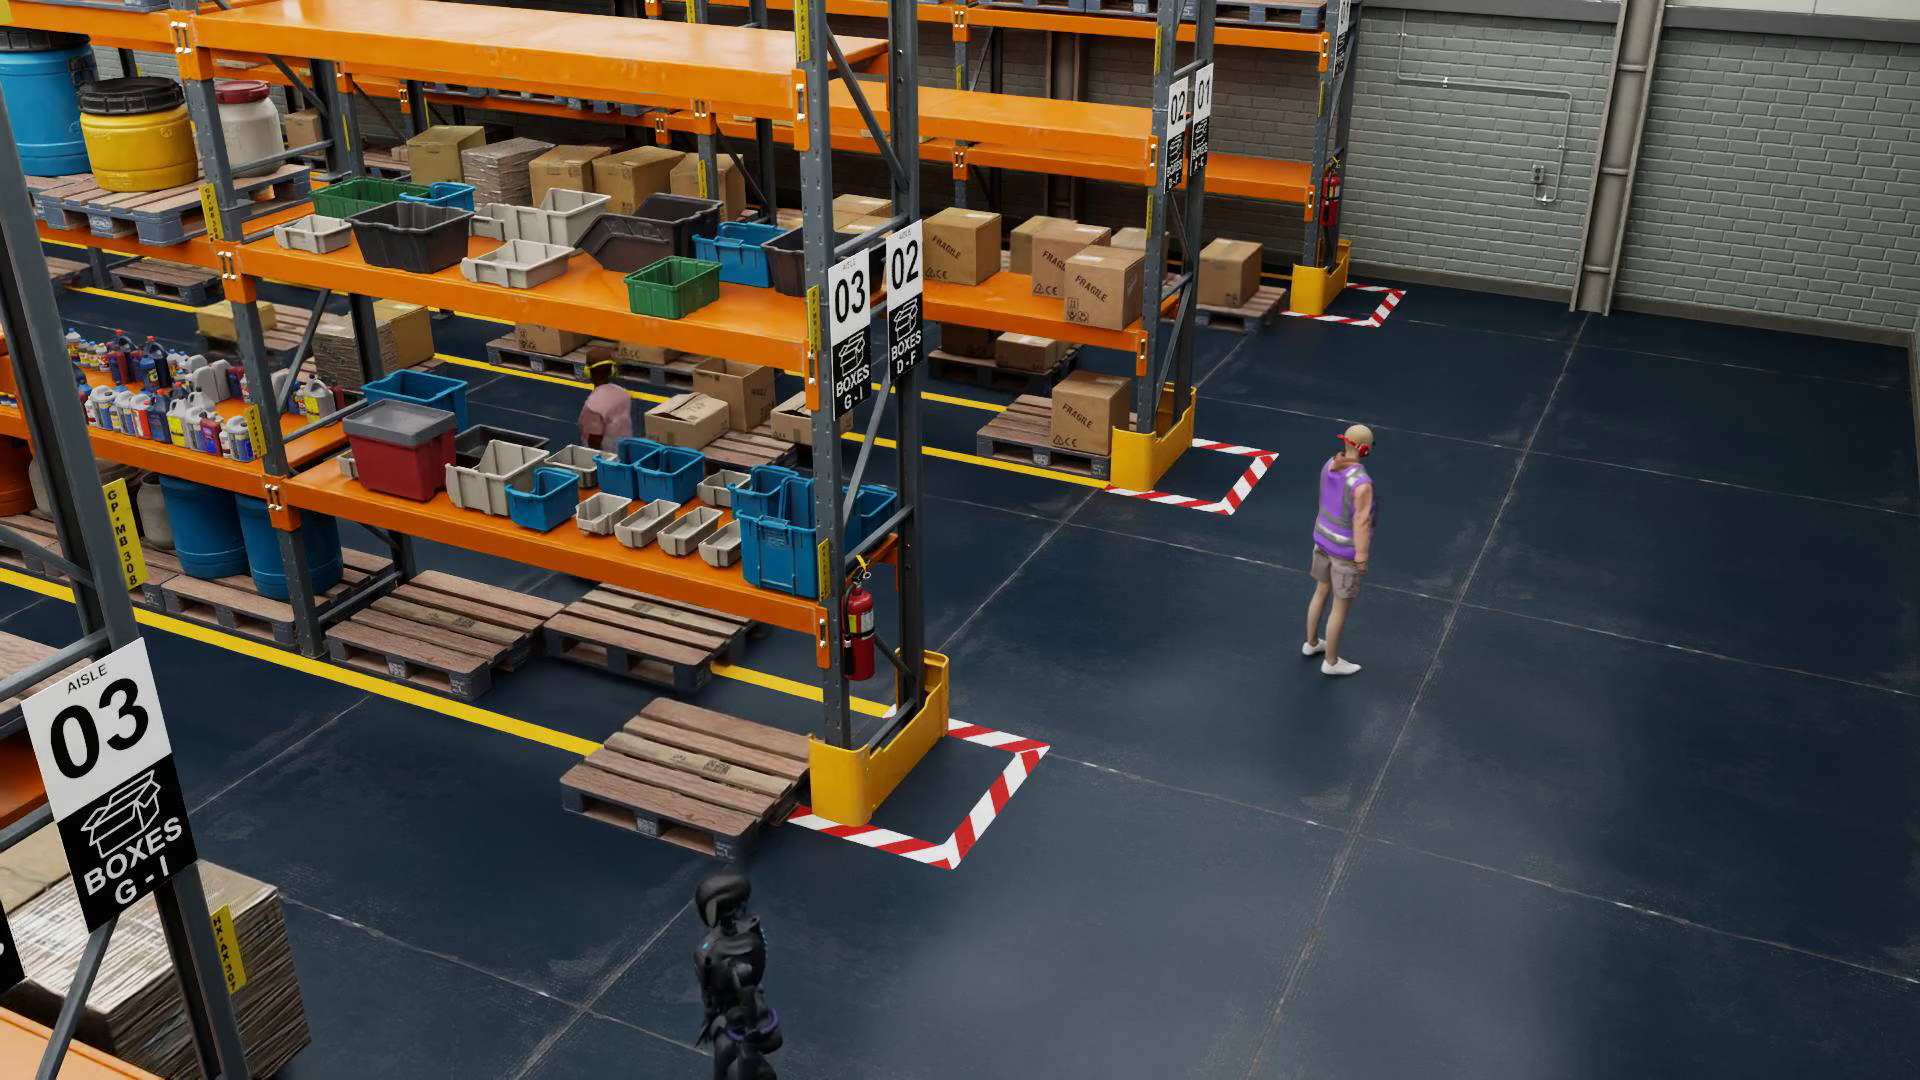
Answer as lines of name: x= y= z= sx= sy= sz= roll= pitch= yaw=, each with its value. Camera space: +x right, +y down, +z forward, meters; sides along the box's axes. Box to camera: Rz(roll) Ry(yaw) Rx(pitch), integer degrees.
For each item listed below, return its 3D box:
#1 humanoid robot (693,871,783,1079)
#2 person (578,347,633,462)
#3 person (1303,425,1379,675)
humanoid robot: x=-0.895 y=2.015 z=6.639 sx=0.325 sy=1.651 sz=0.589 roll=-12 pitch=29 yaw=-23
person: x=-2.486 y=-0.499 z=11.641 sx=0.971 sy=1.732 sz=0.543 roll=12 pitch=29 yaw=22
person: x=2.428 y=0.057 z=10.590 sx=0.347 sy=1.687 sz=0.489 roll=-9 pitch=28 yaw=-18
